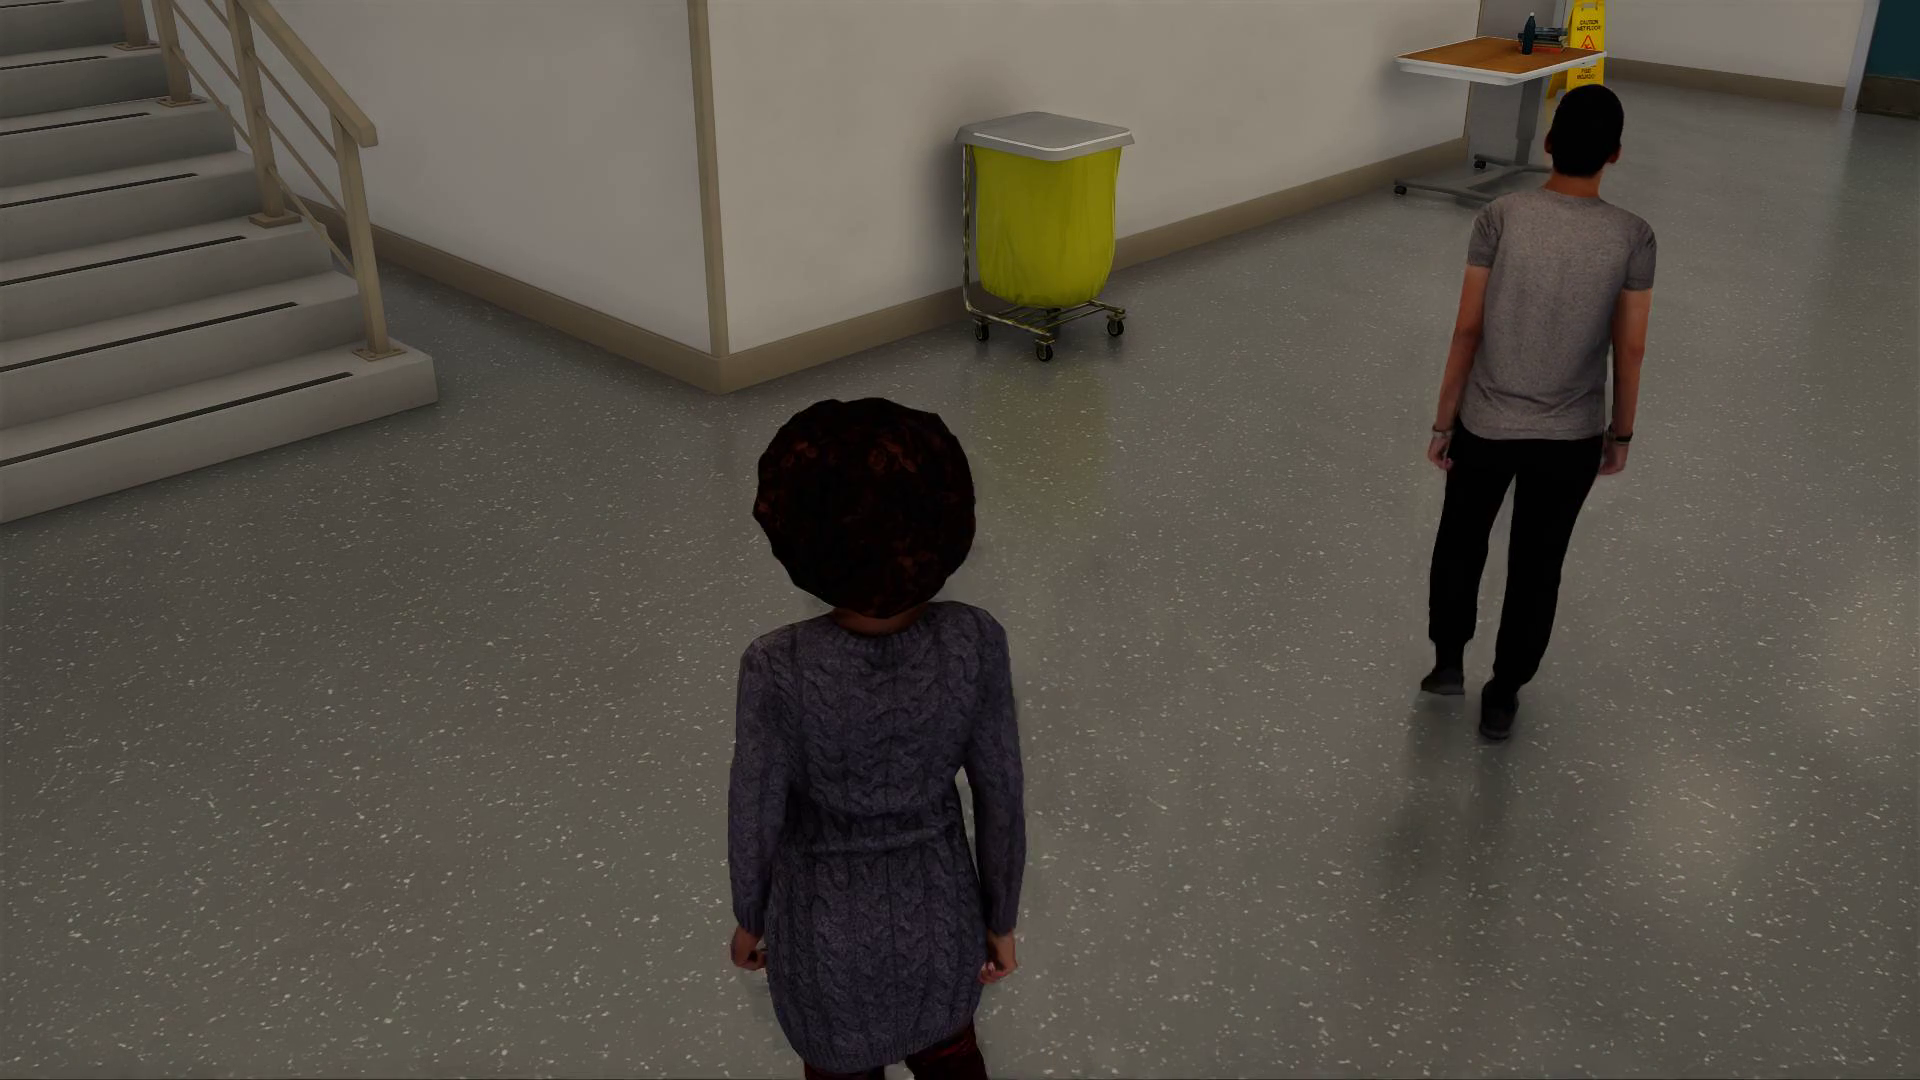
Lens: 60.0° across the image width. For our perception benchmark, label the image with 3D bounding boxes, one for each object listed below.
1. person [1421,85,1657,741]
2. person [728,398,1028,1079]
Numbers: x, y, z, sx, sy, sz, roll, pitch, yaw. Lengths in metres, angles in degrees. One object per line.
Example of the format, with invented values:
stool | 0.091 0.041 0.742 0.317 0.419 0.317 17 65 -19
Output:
person | 1.448 -0.254 4.258 0.714 1.743 0.819 9 27 17
person | -0.098 0.637 2.464 0.758 1.696 0.853 -8 27 -16
